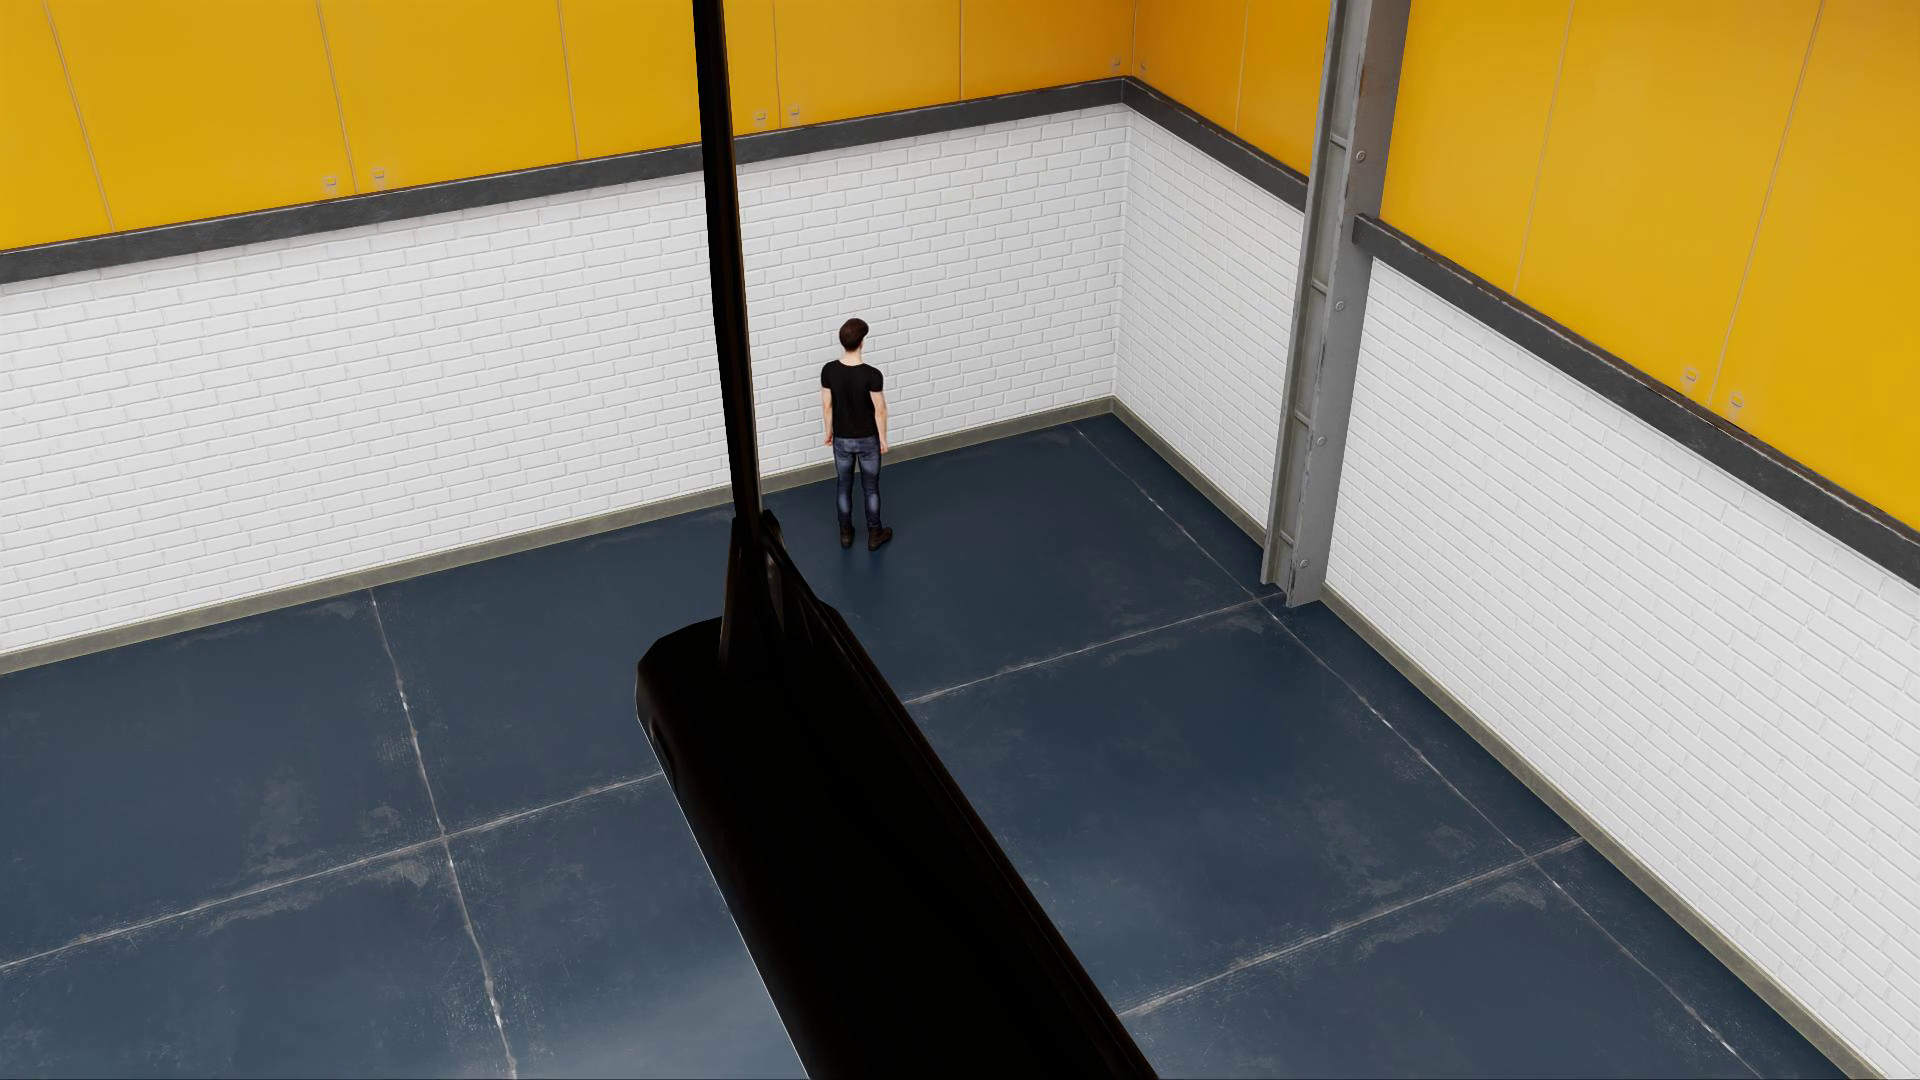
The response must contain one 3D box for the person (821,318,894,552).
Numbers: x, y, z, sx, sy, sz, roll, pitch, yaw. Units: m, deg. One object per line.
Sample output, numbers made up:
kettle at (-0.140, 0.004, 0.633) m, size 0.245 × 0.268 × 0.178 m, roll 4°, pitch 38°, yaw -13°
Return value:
person at (-0.791, -0.782, 12.596) m, size 0.746 × 1.896 × 0.779 m, roll 8°, pitch 34°, yaw 12°
